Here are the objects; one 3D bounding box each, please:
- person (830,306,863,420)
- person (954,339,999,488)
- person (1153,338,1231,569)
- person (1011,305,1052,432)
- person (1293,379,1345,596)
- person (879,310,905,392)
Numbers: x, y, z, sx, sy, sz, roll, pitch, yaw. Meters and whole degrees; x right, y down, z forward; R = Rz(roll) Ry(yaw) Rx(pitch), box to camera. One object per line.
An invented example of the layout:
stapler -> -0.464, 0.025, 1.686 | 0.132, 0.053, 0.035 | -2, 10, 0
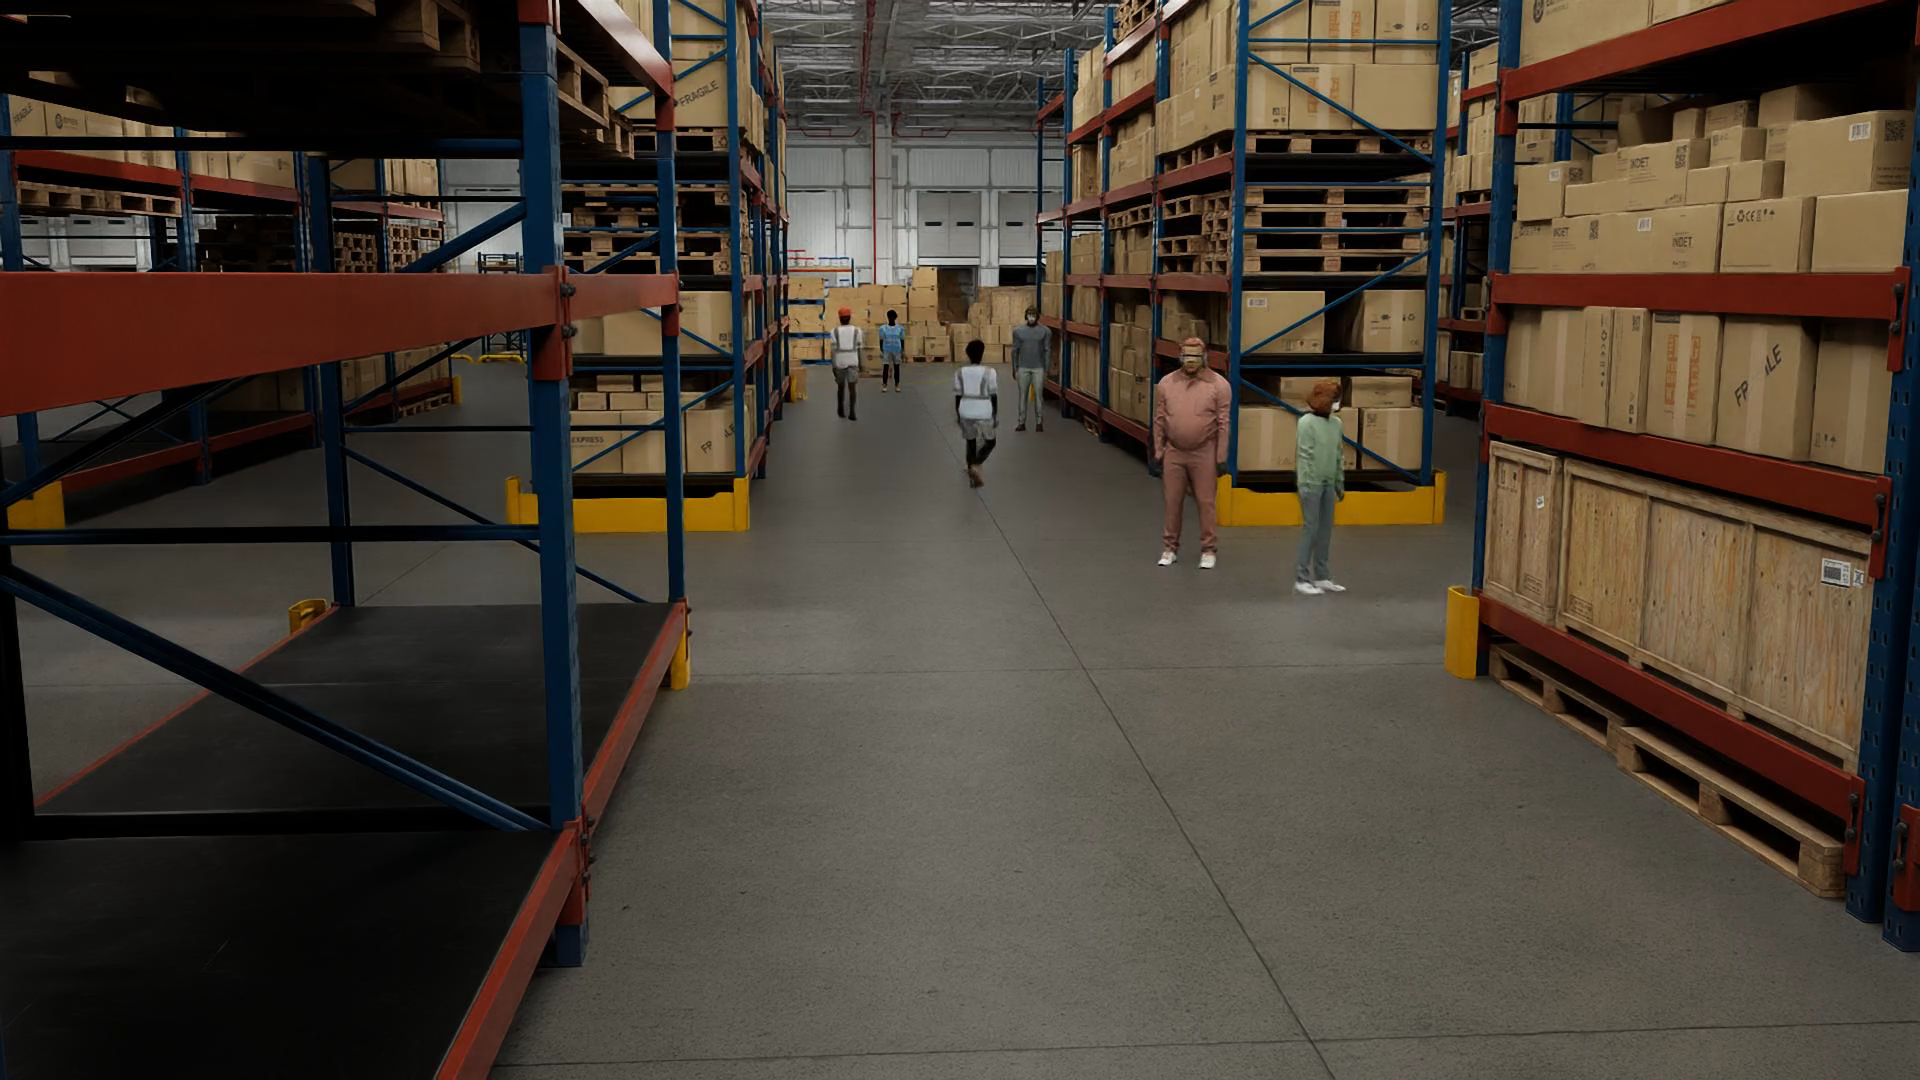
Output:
person -> -1.897, -2.963, 27.842 | 0.546, 1.898, 0.980 | -1, 9, -6
person -> 0.171, -1.413, 18.694 | 0.549, 1.686, 0.431 | 4, 10, 26
person -> 1.887, -0.708, 13.669 | 0.642, 1.899, 0.396 | 4, 10, 25
person -> 1.097, -2.633, 25.614 | 0.634, 1.939, 0.367 | 2, 9, 10
person -> 2.718, -0.398, 12.560 | 0.516, 1.625, 0.300 | -7, 11, -38
person -> -1.396, -3.873, 34.145 | 0.536, 1.699, 0.322 | -1, 9, -5
